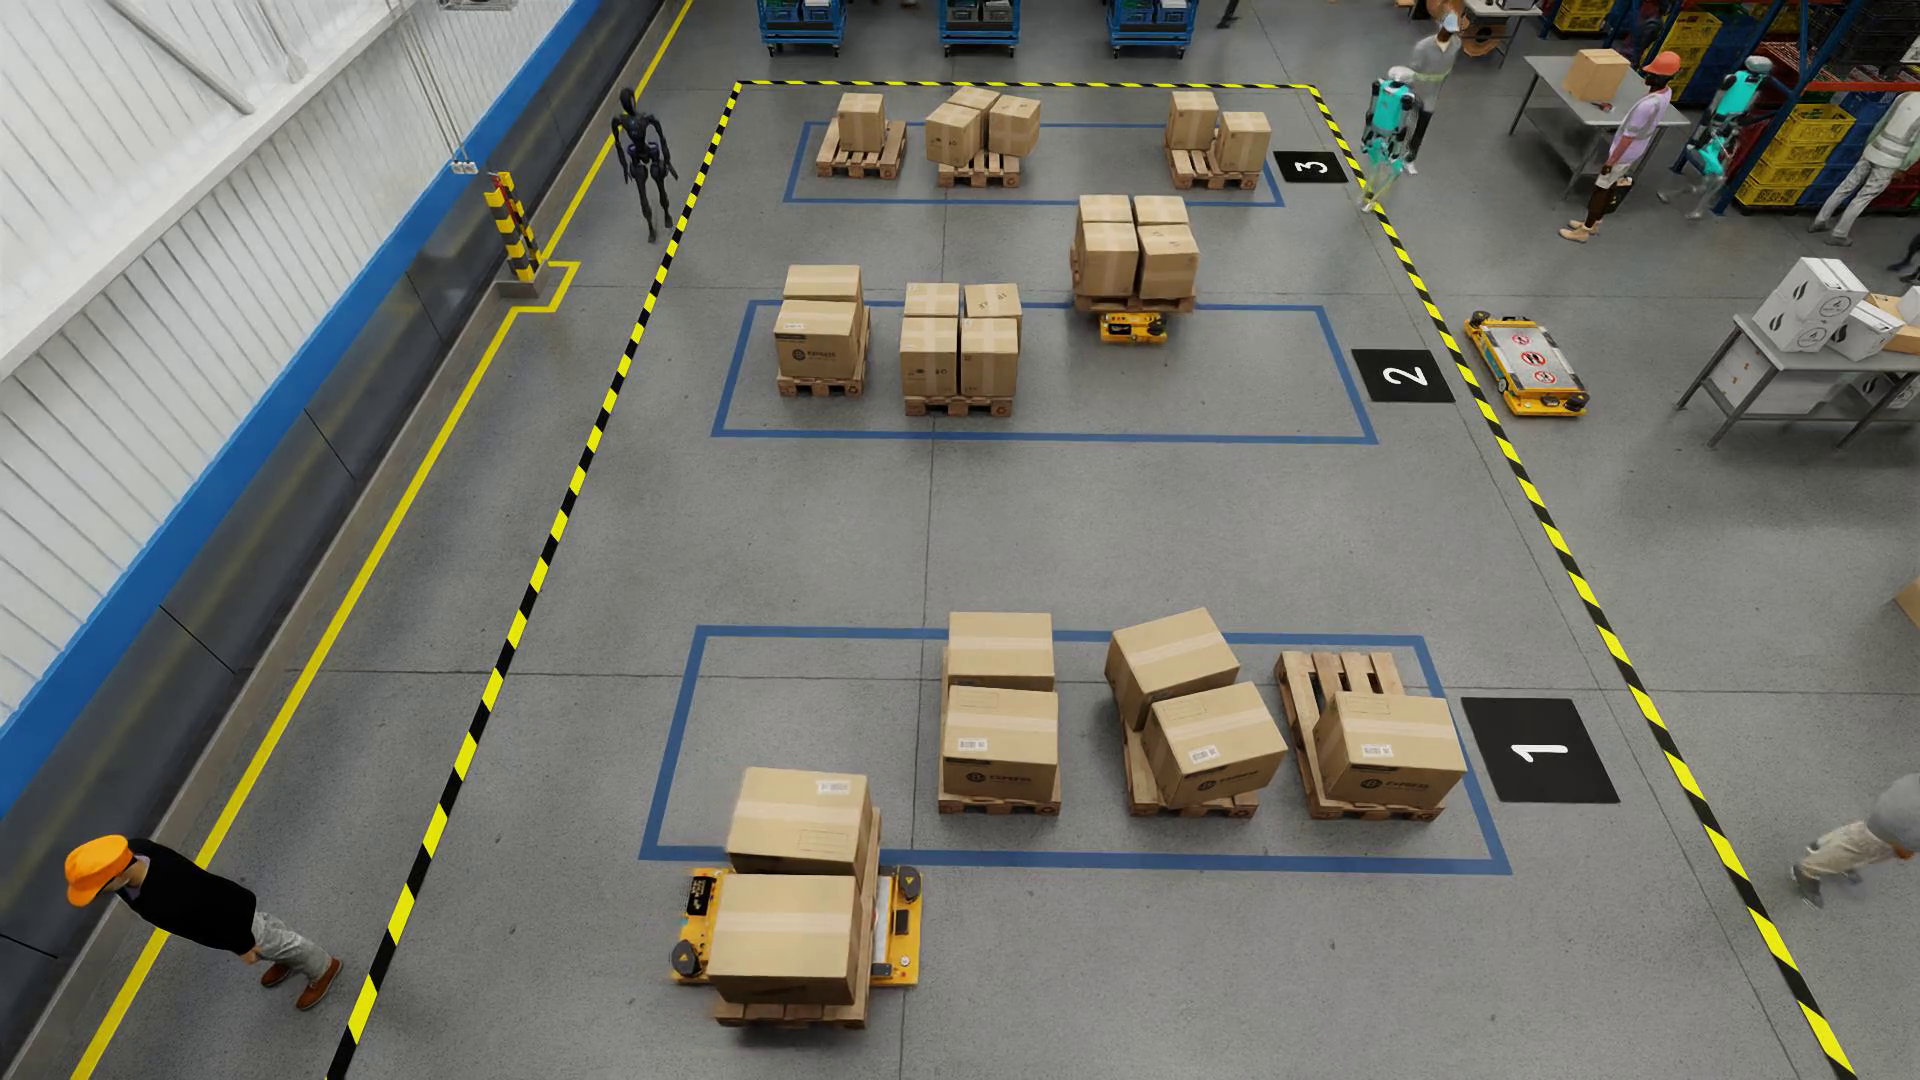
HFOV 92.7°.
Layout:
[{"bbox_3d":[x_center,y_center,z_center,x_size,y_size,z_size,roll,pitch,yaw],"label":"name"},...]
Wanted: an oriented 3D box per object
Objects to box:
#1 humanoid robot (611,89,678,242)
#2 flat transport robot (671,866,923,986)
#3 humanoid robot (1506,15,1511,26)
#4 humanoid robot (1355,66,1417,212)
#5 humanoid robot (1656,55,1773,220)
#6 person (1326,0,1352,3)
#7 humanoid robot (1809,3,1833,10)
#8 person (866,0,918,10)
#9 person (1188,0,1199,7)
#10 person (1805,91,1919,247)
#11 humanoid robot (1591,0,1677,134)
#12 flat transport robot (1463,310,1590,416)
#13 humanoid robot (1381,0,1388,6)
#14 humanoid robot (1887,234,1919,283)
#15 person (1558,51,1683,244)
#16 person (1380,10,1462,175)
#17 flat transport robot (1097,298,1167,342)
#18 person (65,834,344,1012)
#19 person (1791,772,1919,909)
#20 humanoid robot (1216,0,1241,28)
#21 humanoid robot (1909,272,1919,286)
[{"bbox_3d":[-3.489,-4.175,10.229,0.590,1.637,0.687,-8,50,-7],"label":"humanoid robot"},{"bbox_3d":[-0.955,2.303,5.521,1.431,0.197,0.652,1,49,1],"label":"flat transport robot"},{"bbox_3d":[8.530,-8.654,14.118,0.609,1.623,0.753,23,53,19],"label":"humanoid robot"},{"bbox_3d":[4.934,-4.539,10.528,0.838,1.820,0.538,-26,54,-21],"label":"humanoid robot"},{"bbox_3d":[8.740,-4.445,10.454,0.548,1.778,1.053,-4,49,-3],"label":"humanoid robot"},{"bbox_3d":[6.475,-9.849,15.027,0.620,1.835,0.431,-14,51,-12],"label":"person"},{"bbox_3d":[12.727,-8.136,13.634,0.315,1.657,0.599,-25,54,-20],"label":"humanoid robot"},{"bbox_3d":[-1.150,-9.658,14.822,0.985,1.891,0.644,22,53,18],"label":"person"},{"bbox_3d":[3.825,-9.652,14.766,0.613,1.961,0.361,-26,54,-21],"label":"person"},{"bbox_3d":[10.171,-4.203,10.060,0.386,1.949,0.603,-4,49,-4],"label":"person"},{"bbox_3d":[8.840,-6.219,12.006,0.703,1.633,0.589,28,55,22],"label":"humanoid robot"},{"bbox_3d":[5.573,-1.757,9.054,0.659,0.231,1.431,1,49,1],"label":"flat transport robot"},{"bbox_3d":[7.295,-9.565,14.890,0.736,1.862,0.549,-19,52,-15],"label":"humanoid robot"},{"bbox_3d":[10.556,-3.468,9.599,0.349,1.647,0.598,-8,50,-7],"label":"humanoid robot"},{"bbox_3d":[7.263,-4.280,10.075,0.605,2.035,0.407,-36,58,-27],"label":"person"},{"bbox_3d":[5.713,-5.599,11.356,0.598,1.818,0.895,-4,49,-3],"label":"person"},{"bbox_3d":[1.792,-2.634,9.795,0.652,0.197,1.431,1,49,1],"label":"flat transport robot"},{"bbox_3d":[-3.864,1.980,4.755,0.585,1.880,0.375,22,53,18],"label":"person"},{"bbox_3d":[5.410,1.548,5.214,0.604,1.755,0.389,-24,53,-20],"label":"person"},{"bbox_3d":[4.417,-8.919,14.329,0.583,1.633,0.602,-11,50,-9],"label":"humanoid robot"},{"bbox_3d":[10.567,-3.351,9.395,0.536,1.694,0.737,4,49,4],"label":"humanoid robot"}]
